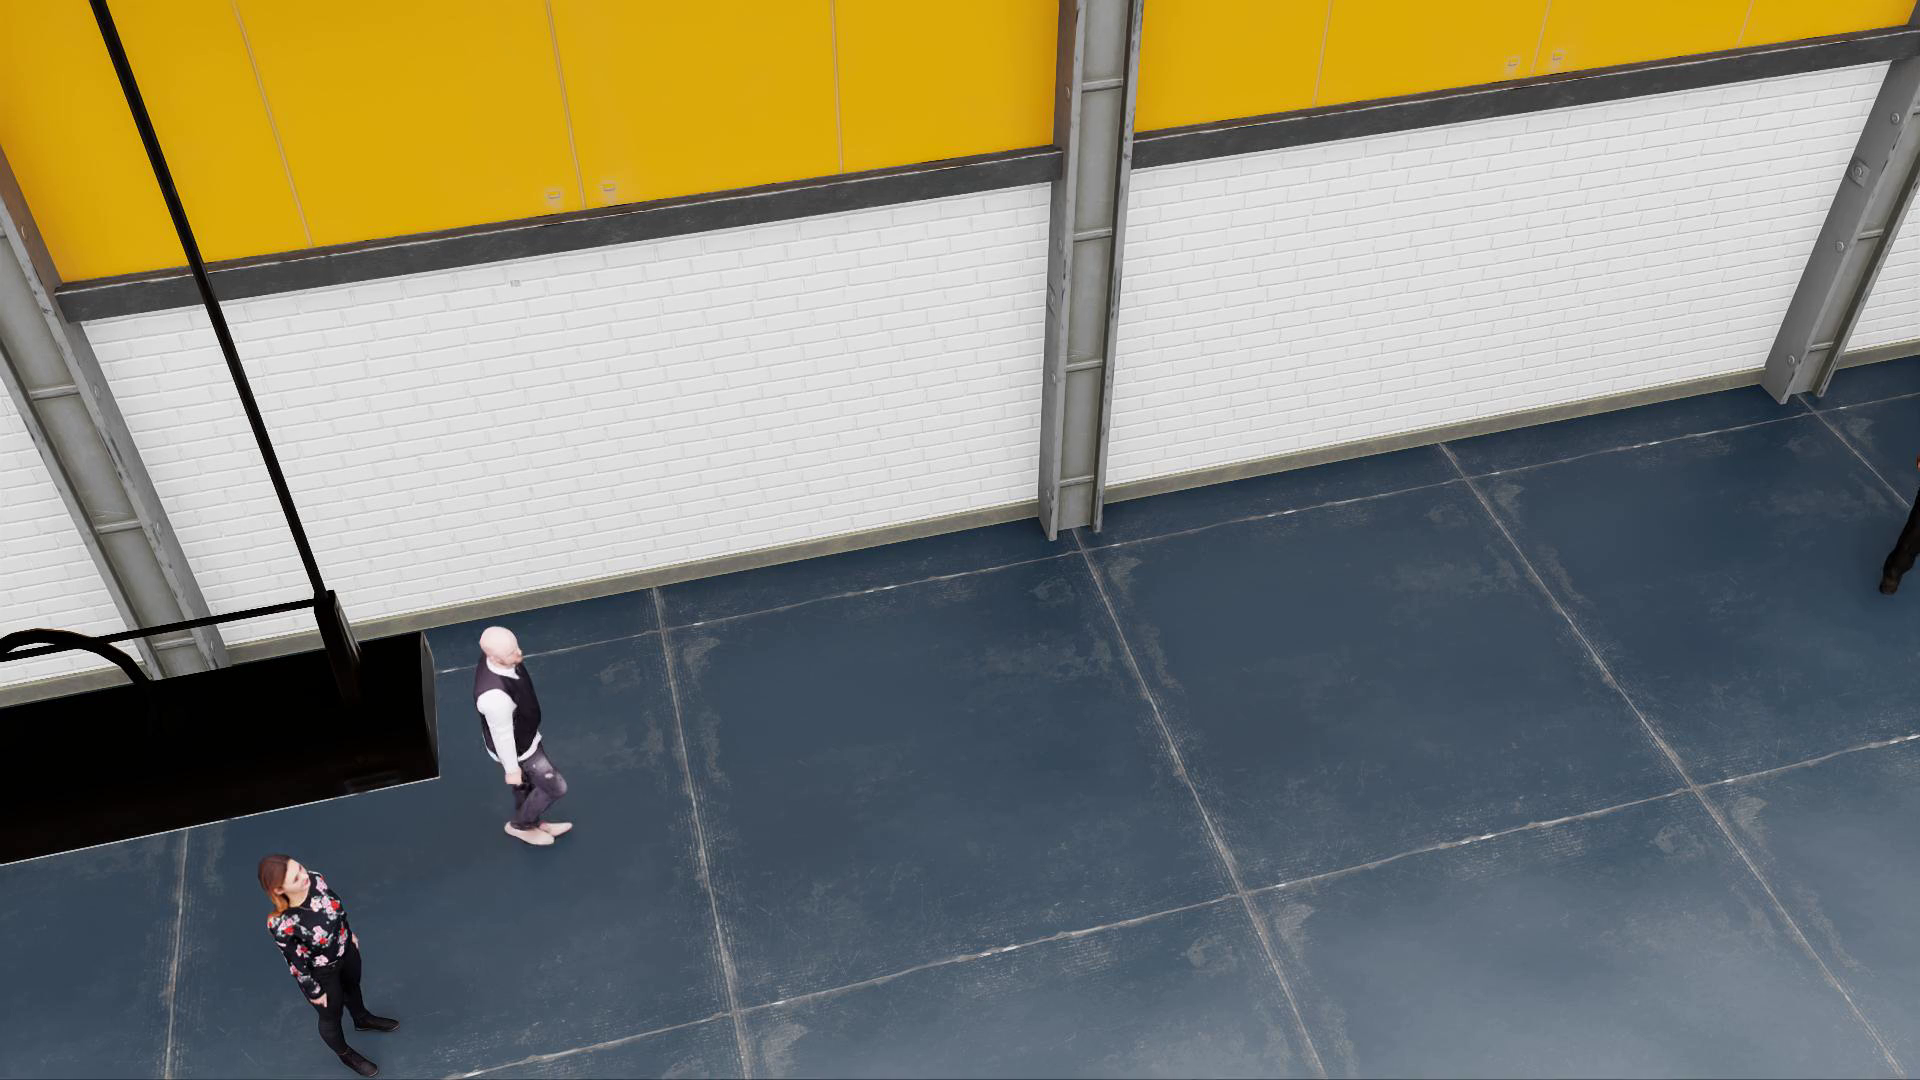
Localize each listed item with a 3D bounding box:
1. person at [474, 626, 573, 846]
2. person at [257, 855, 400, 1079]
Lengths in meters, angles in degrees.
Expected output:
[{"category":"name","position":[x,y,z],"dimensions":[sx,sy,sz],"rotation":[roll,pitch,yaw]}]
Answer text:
[{"category":"person","position":[-2.593,1.155,9.394],"dimensions":[0.654,1.810,0.707],"rotation":[-9,44,-9]},{"category":"person","position":[-3.238,2.132,8.463],"dimensions":[0.646,1.680,0.648],"rotation":[8,44,8]}]
